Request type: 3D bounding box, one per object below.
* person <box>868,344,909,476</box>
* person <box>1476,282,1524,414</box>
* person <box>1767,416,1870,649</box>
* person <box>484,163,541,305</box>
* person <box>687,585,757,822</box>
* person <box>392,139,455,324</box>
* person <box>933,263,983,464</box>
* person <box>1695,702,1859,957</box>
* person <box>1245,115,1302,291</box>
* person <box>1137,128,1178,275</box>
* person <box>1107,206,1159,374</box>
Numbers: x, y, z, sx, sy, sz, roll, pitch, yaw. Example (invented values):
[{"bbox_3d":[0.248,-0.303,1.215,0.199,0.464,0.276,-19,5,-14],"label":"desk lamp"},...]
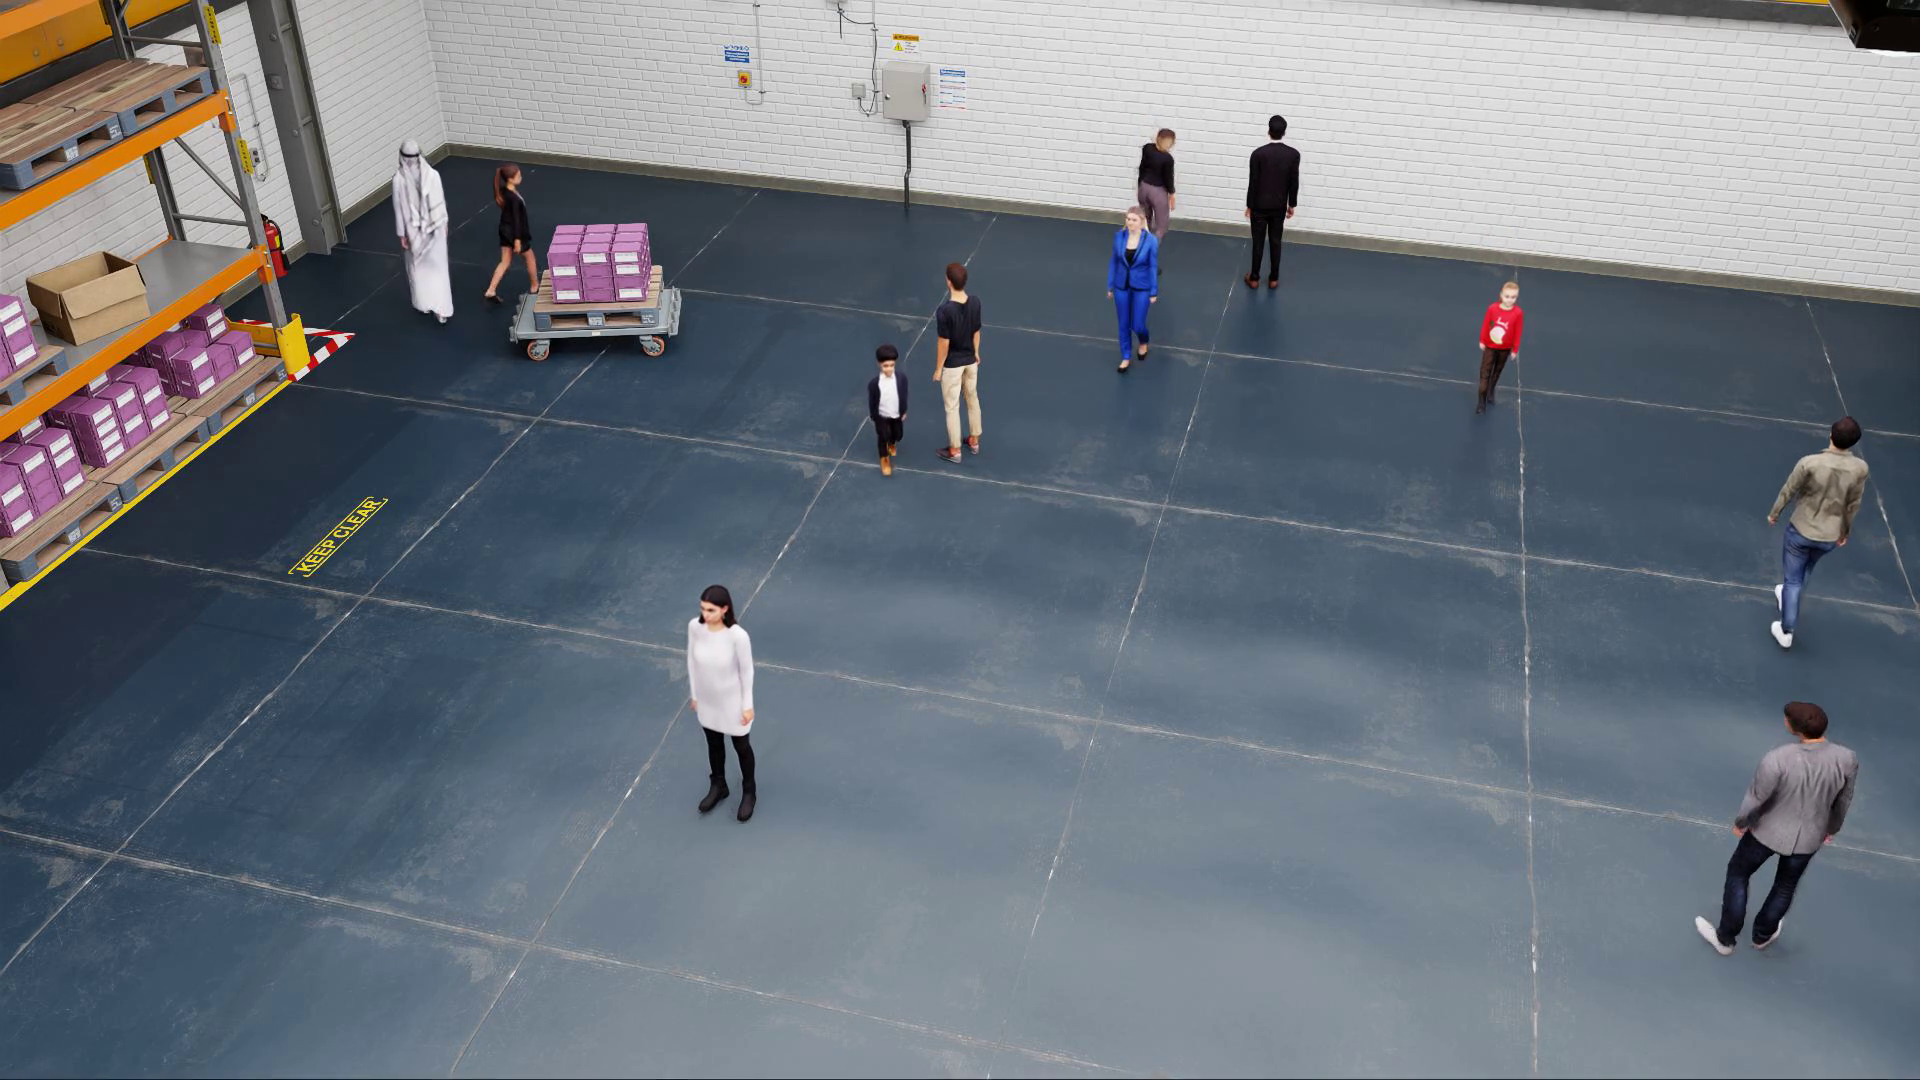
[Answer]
[{"bbox_3d":[-0.640,-1.181,14.641,0.660,1.213,0.752,-7,34,-10],"label":"person"},{"bbox_3d":[5.053,-1.838,15.600,0.496,1.246,0.878,9,35,13],"label":"person"},{"bbox_3d":[6.331,-0.009,12.316,0.805,1.835,1.020,2,34,3],"label":"person"},{"bbox_3d":[-4.725,-3.175,17.358,1.107,1.526,0.987,-26,41,-33],"label":"person"},{"bbox_3d":[-1.516,1.032,10.775,0.634,1.807,0.570,13,36,19],"label":"person"},{"bbox_3d":[-5.399,-3.098,16.897,0.932,1.908,0.997,-17,37,-23],"label":"person"},{"bbox_3d":[-0.010,-1.557,14.628,0.676,1.854,0.786,-25,41,-33],"label":"person"},{"bbox_3d":[4.858,1.699,9.731,0.746,1.852,0.621,16,37,22],"label":"person"},{"bbox_3d":[3.282,-3.574,17.639,0.764,1.881,0.676,-2,34,-3],"label":"person"},{"bbox_3d":[2.084,-3.707,18.050,0.728,1.645,0.725,15,37,21],"label":"person"},{"bbox_3d":[1.712,-2.453,16.127,0.708,1.688,0.739,15,36,21],"label":"person"}]
